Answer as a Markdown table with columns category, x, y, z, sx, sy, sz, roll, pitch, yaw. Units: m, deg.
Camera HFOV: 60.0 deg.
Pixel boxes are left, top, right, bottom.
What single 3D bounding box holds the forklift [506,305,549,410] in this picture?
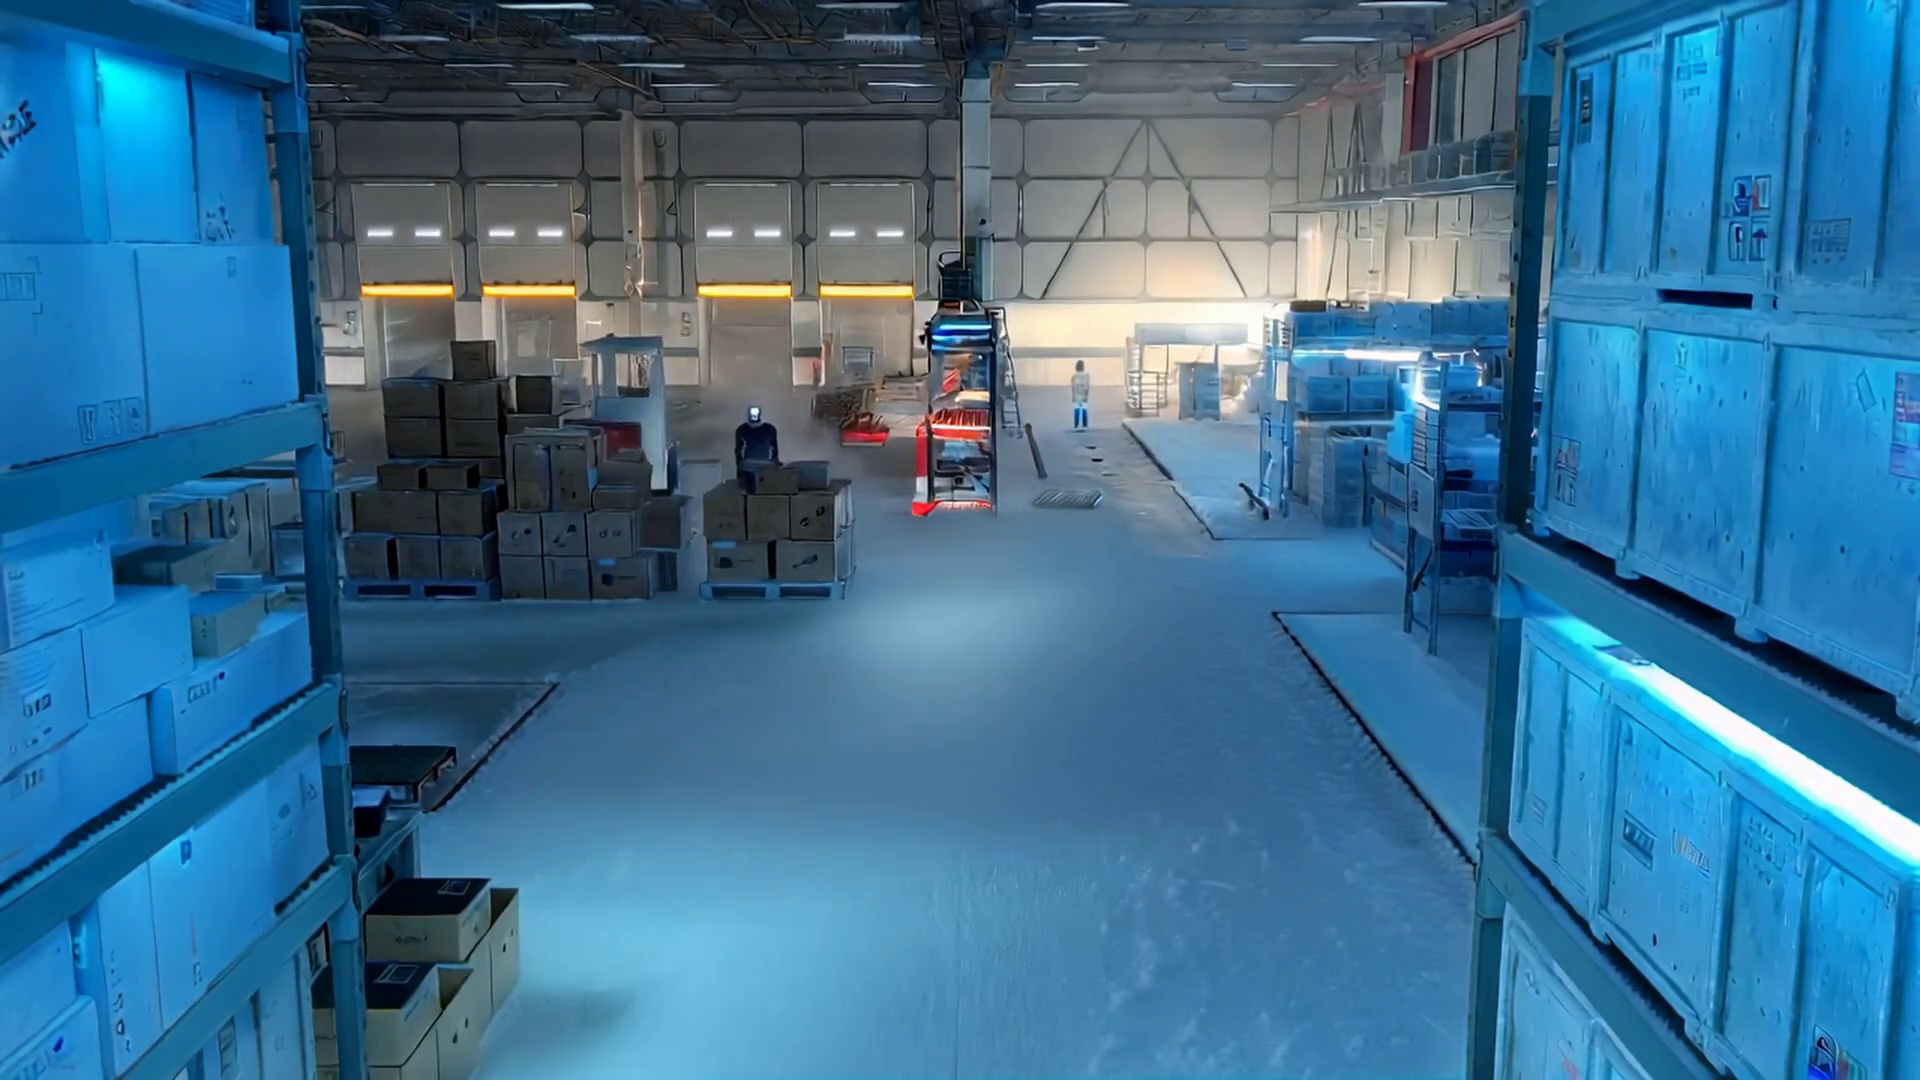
| category | x | y | z | sx | sy | sz | roll | pitch | yaw |
| --- | --- | --- | --- | --- | --- | --- | --- | --- | --- |
| forklift | -10.735 | -4.452 | 41.385 | 1.129 | 2.768 | 1.873 | 0 | 10 | 1 |

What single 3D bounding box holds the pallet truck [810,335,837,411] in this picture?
| category | x | y | z | sx | sy | sz | roll | pitch | yaw |
| --- | --- | --- | --- | --- | --- | --- | --- | --- | --- |
| pallet truck | -3.021 | -4.312 | 43.126 | 1.885 | 1.965 | 0.823 | 3 | 10 | 17 |

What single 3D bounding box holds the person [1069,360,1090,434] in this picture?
| category | x | y | z | sx | sy | sz | roll | pitch | yaw |
| --- | --- | --- | --- | --- | --- | --- | --- | --- | --- |
| person | 2.720 | -3.252 | 37.878 | 0.317 | 1.696 | 0.539 | -9 | 14 | -43 |

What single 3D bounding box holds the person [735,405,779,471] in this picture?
| category | x | y | z | sx | sy | sz | roll | pitch | yaw |
| --- | --- | --- | --- | --- | --- | --- | --- | --- | --- |
| person | -2.963 | -1.020 | 24.347 | 0.627 | 1.930 | 0.386 | -1 | 10 | -3 |

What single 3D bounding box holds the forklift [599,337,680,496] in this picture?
| category | x | y | z | sx | sy | sz | roll | pitch | yaw |
| --- | --- | --- | --- | --- | --- | --- | --- | --- | --- |
| forklift | -5.067 | -1.764 | 25.881 | 1.129 | 2.768 | 1.873 | 0 | 10 | 1 |
